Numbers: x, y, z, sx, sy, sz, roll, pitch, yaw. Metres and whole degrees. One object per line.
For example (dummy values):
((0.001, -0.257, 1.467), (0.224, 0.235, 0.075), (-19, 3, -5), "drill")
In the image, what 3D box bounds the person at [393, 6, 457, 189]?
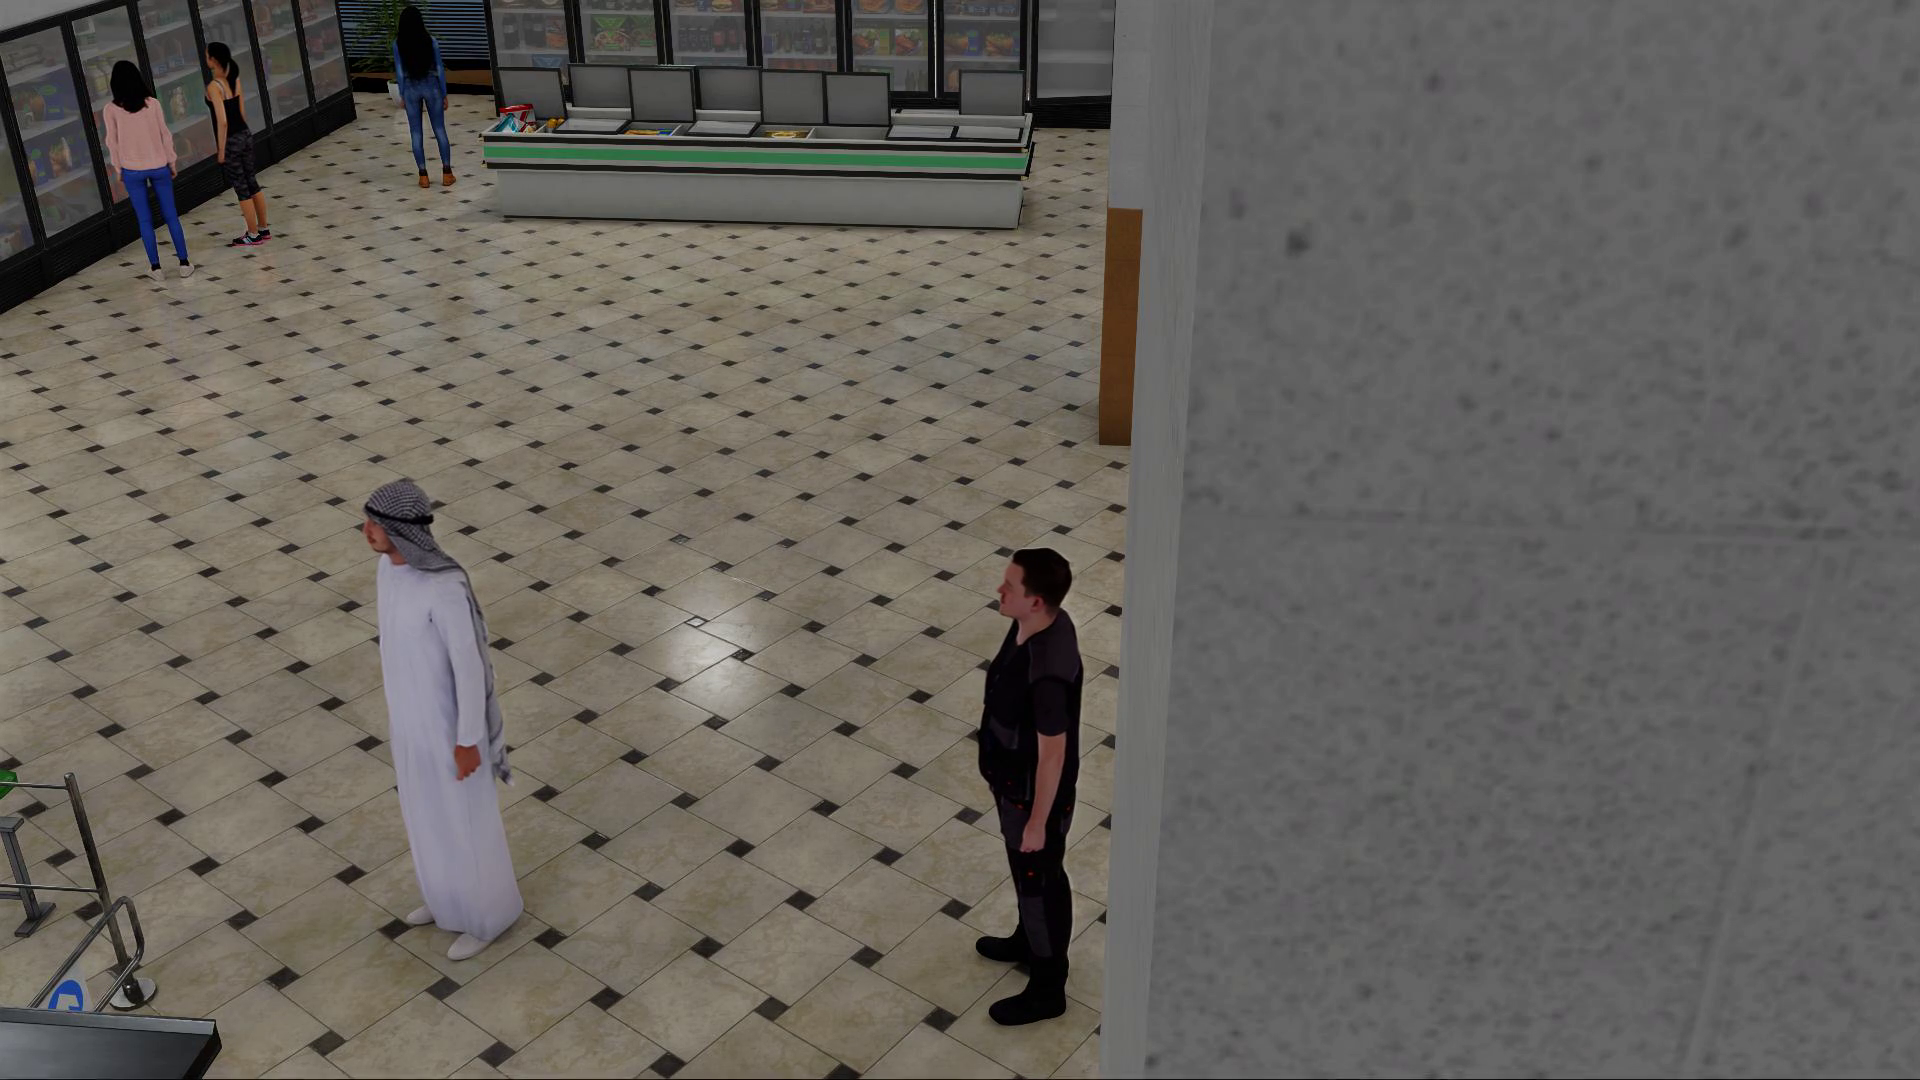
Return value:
((-5.207, -4.296, 16.138), (0.573, 1.713, 0.726), (-7, 28, -14), "person")

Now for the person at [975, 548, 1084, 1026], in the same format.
((0.257, 0.856, 5.832), (0.652, 1.845, 0.769), (-3, 27, -5), "person")

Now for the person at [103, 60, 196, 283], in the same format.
((-6.614, -2.994, 13.510), (0.679, 1.768, 0.791), (-14, 30, -25), "person")

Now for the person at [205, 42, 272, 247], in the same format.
((-6.275, -3.433, 14.418), (0.558, 1.729, 0.579), (4, 27, 9), "person")

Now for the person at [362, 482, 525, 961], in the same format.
((-1.920, 0.661, 6.128), (0.780, 1.926, 0.860), (24, 35, 38), "person")
